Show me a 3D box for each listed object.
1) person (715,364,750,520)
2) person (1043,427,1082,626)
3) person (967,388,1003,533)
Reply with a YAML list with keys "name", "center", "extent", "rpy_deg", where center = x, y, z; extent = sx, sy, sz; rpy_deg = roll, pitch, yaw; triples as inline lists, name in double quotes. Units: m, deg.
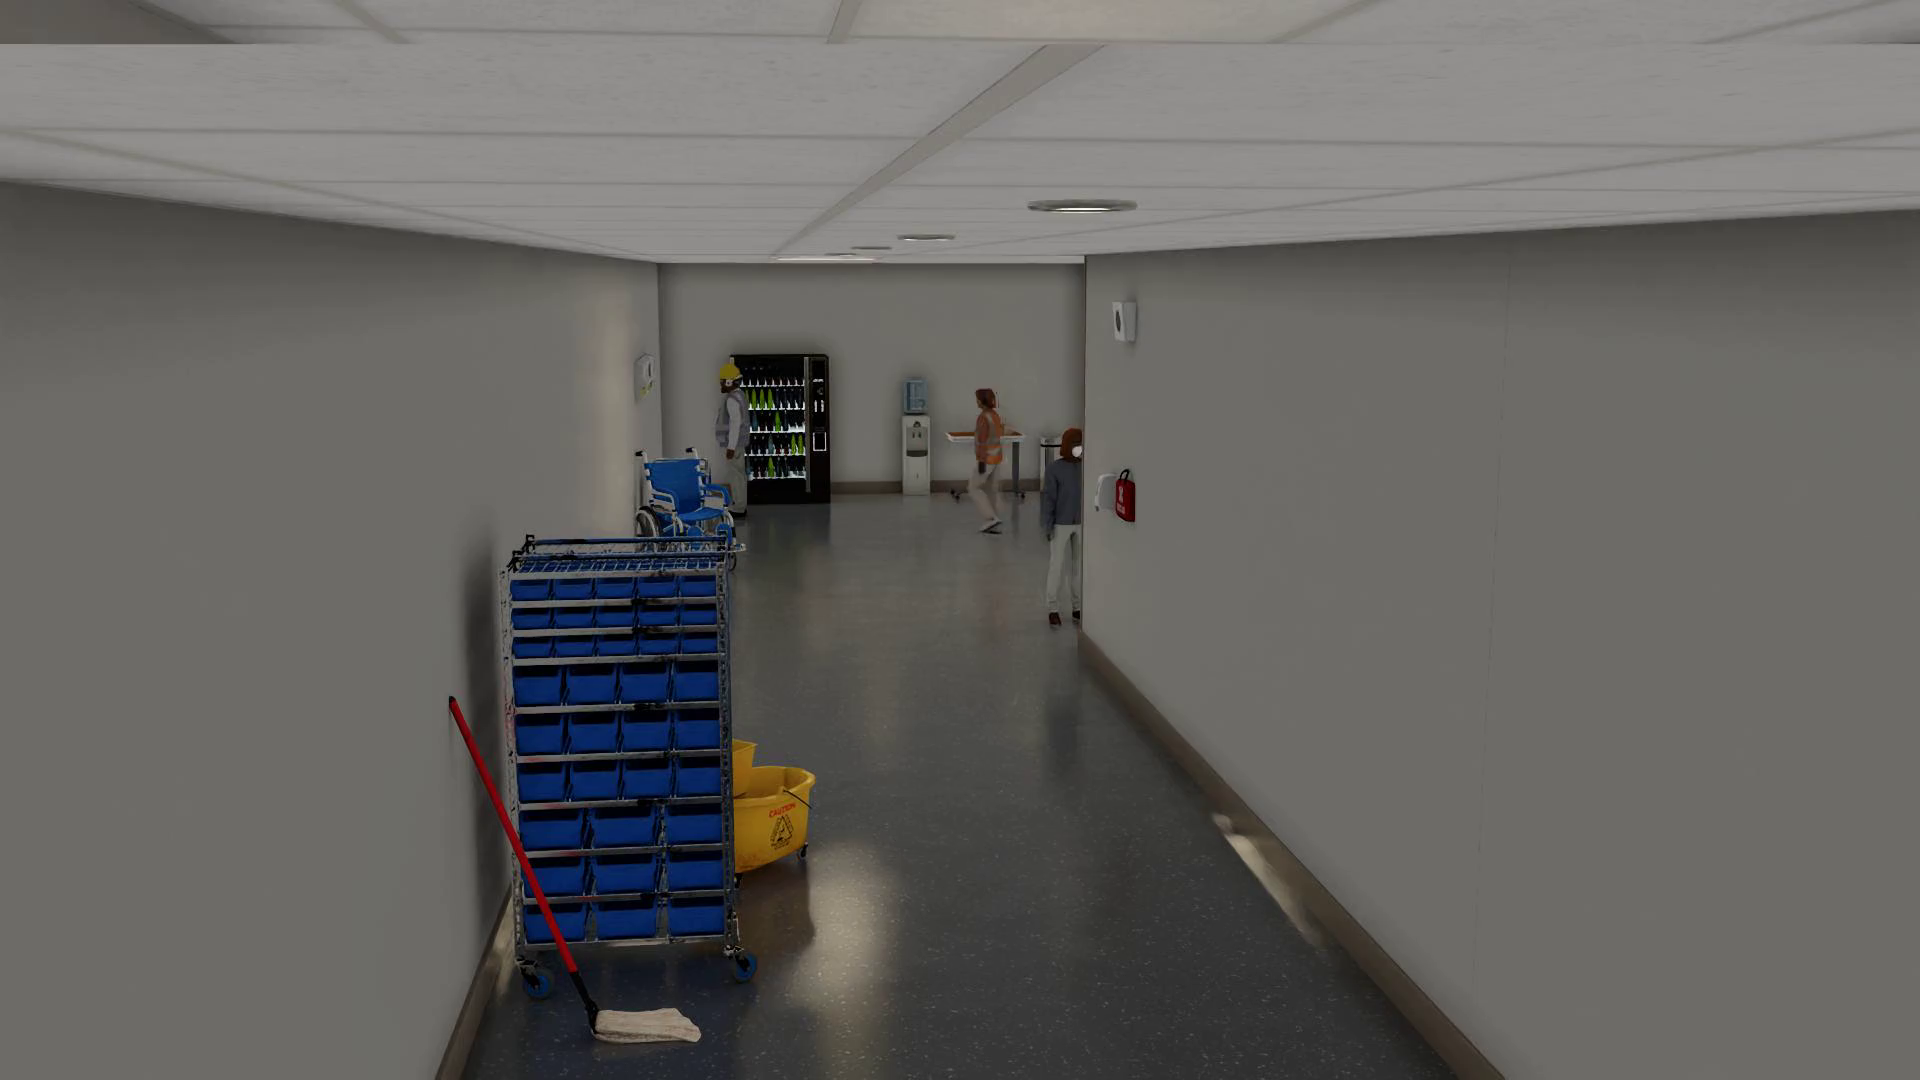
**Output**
- name: "person"
  center: [-2.668, -1.145, 19.514]
  extent: [0.403, 1.830, 0.600]
  rpy_deg: [0, 9, 0]
- name: "person"
  center: [0.920, -0.115, 13.703]
  extent: [0.497, 1.634, 0.279]
  rpy_deg: [-4, 10, -22]
- name: "person"
  center: [0.285, -0.870, 18.427]
  extent: [0.378, 1.620, 0.542]
  rpy_deg: [3, 10, 19]
